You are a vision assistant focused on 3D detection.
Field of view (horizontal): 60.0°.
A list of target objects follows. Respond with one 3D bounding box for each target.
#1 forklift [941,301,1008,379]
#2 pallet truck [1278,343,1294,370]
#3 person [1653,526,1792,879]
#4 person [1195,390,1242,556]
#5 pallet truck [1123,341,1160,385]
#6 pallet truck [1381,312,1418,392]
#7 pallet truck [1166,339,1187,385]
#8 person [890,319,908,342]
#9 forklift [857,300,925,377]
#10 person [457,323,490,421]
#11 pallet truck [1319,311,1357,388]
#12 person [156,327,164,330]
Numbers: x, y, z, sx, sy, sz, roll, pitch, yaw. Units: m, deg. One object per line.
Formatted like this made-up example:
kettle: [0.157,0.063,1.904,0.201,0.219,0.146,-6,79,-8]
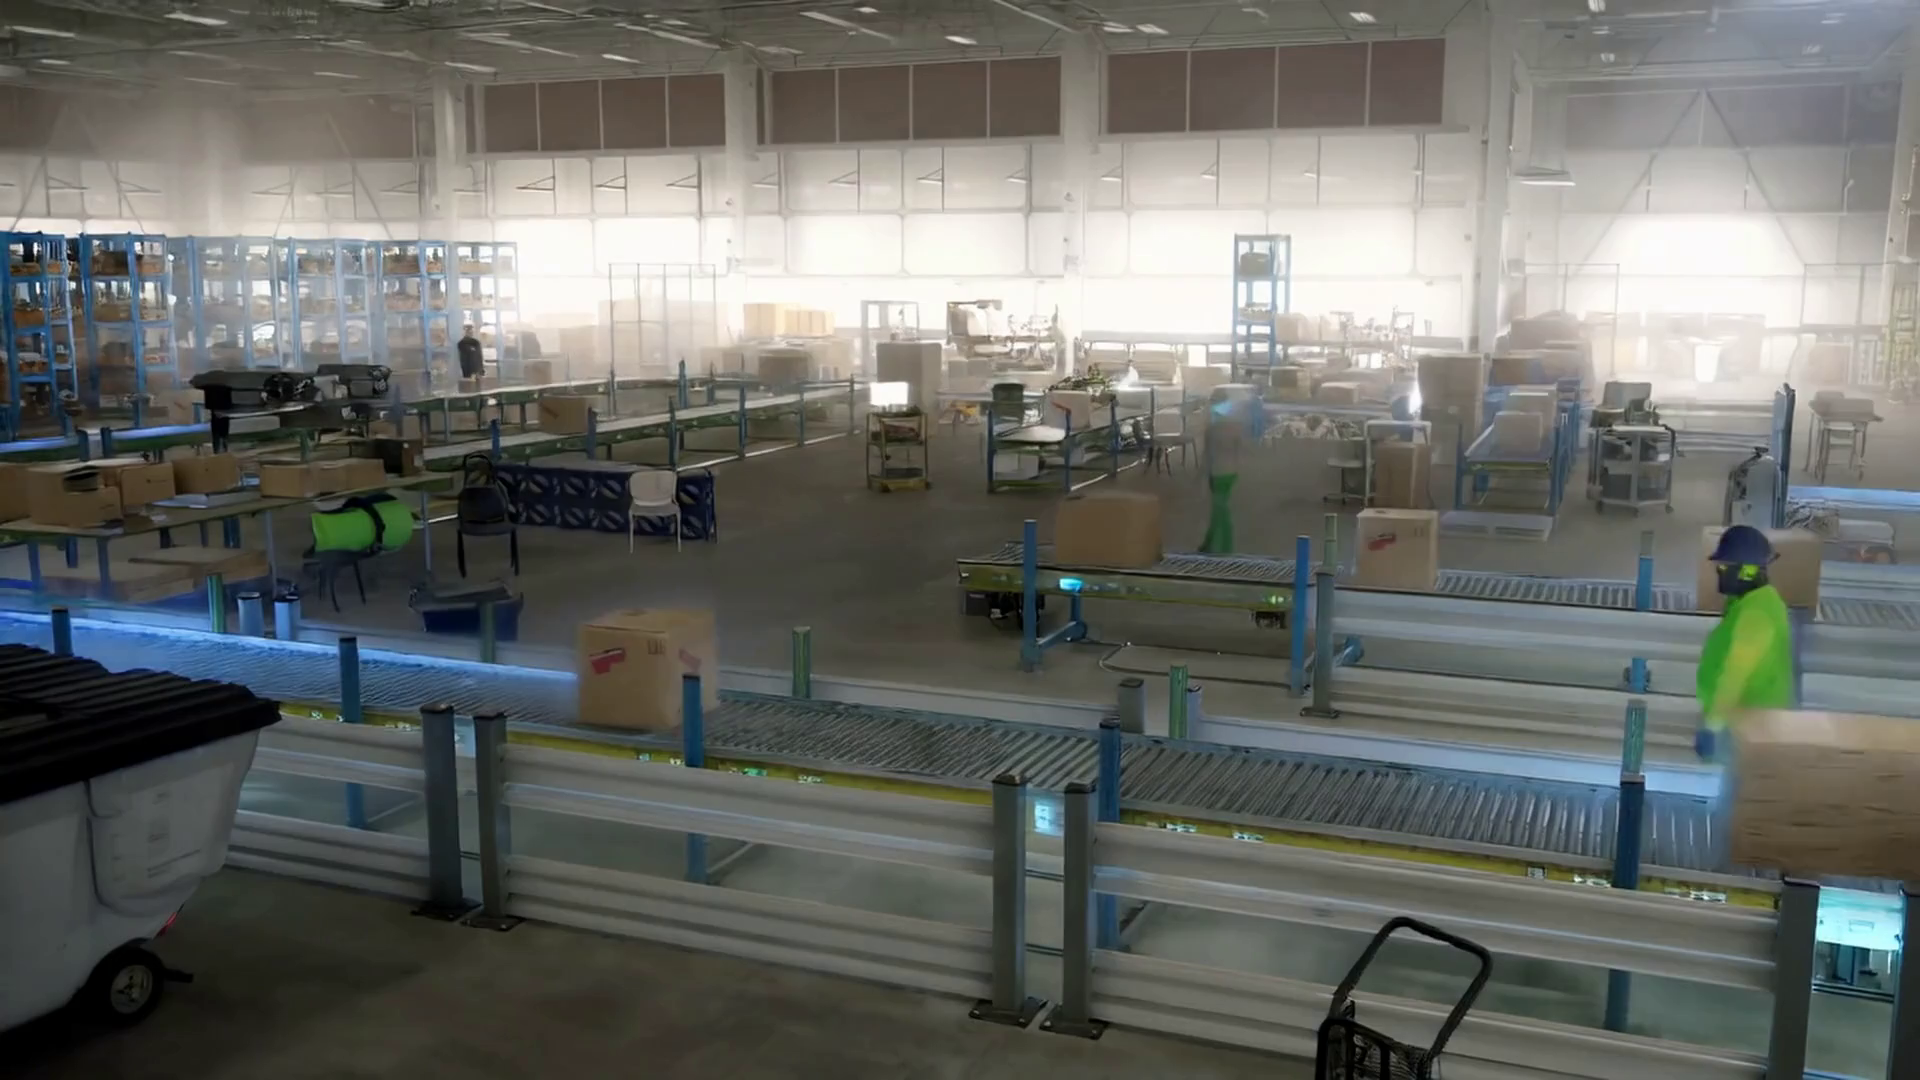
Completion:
forklift: [0.365,-4.966,41.571,1.157,1.987,2.680,3,10,20]
pallet truck: [7.886,-4.163,39.743,0.653,1.274,1.630,4,10,22]
person: [3.702,0.821,8.054,0.918,1.780,0.604,4,10,21]
person: [2.619,-0.682,17.280,0.547,1.741,0.711,-9,13,-43]
pallet truck: [4.445,-4.380,41.279,0.680,1.201,1.601,4,10,22]
pallet truck: [10.207,-4.283,38.369,0.823,1.965,1.885,3,10,20]
pallet truck: [5.418,-4.269,40.420,0.704,1.261,1.522,3,10,20]
person: [-1.355,-4.072,37.602,0.404,1.829,0.591,-5,11,-29]
forklift: [-1.732,-5.109,42.468,1.157,1.987,2.680,4,10,22]
person: [-9.515,-3.266,32.525,0.649,1.919,0.407,7,12,36]
pallet truck: [9.071,-4.419,39.190,0.823,1.965,1.885,5,10,26]
person: [-17.944,-4.036,37.386,0.572,1.831,0.406,-6,11,-33]
